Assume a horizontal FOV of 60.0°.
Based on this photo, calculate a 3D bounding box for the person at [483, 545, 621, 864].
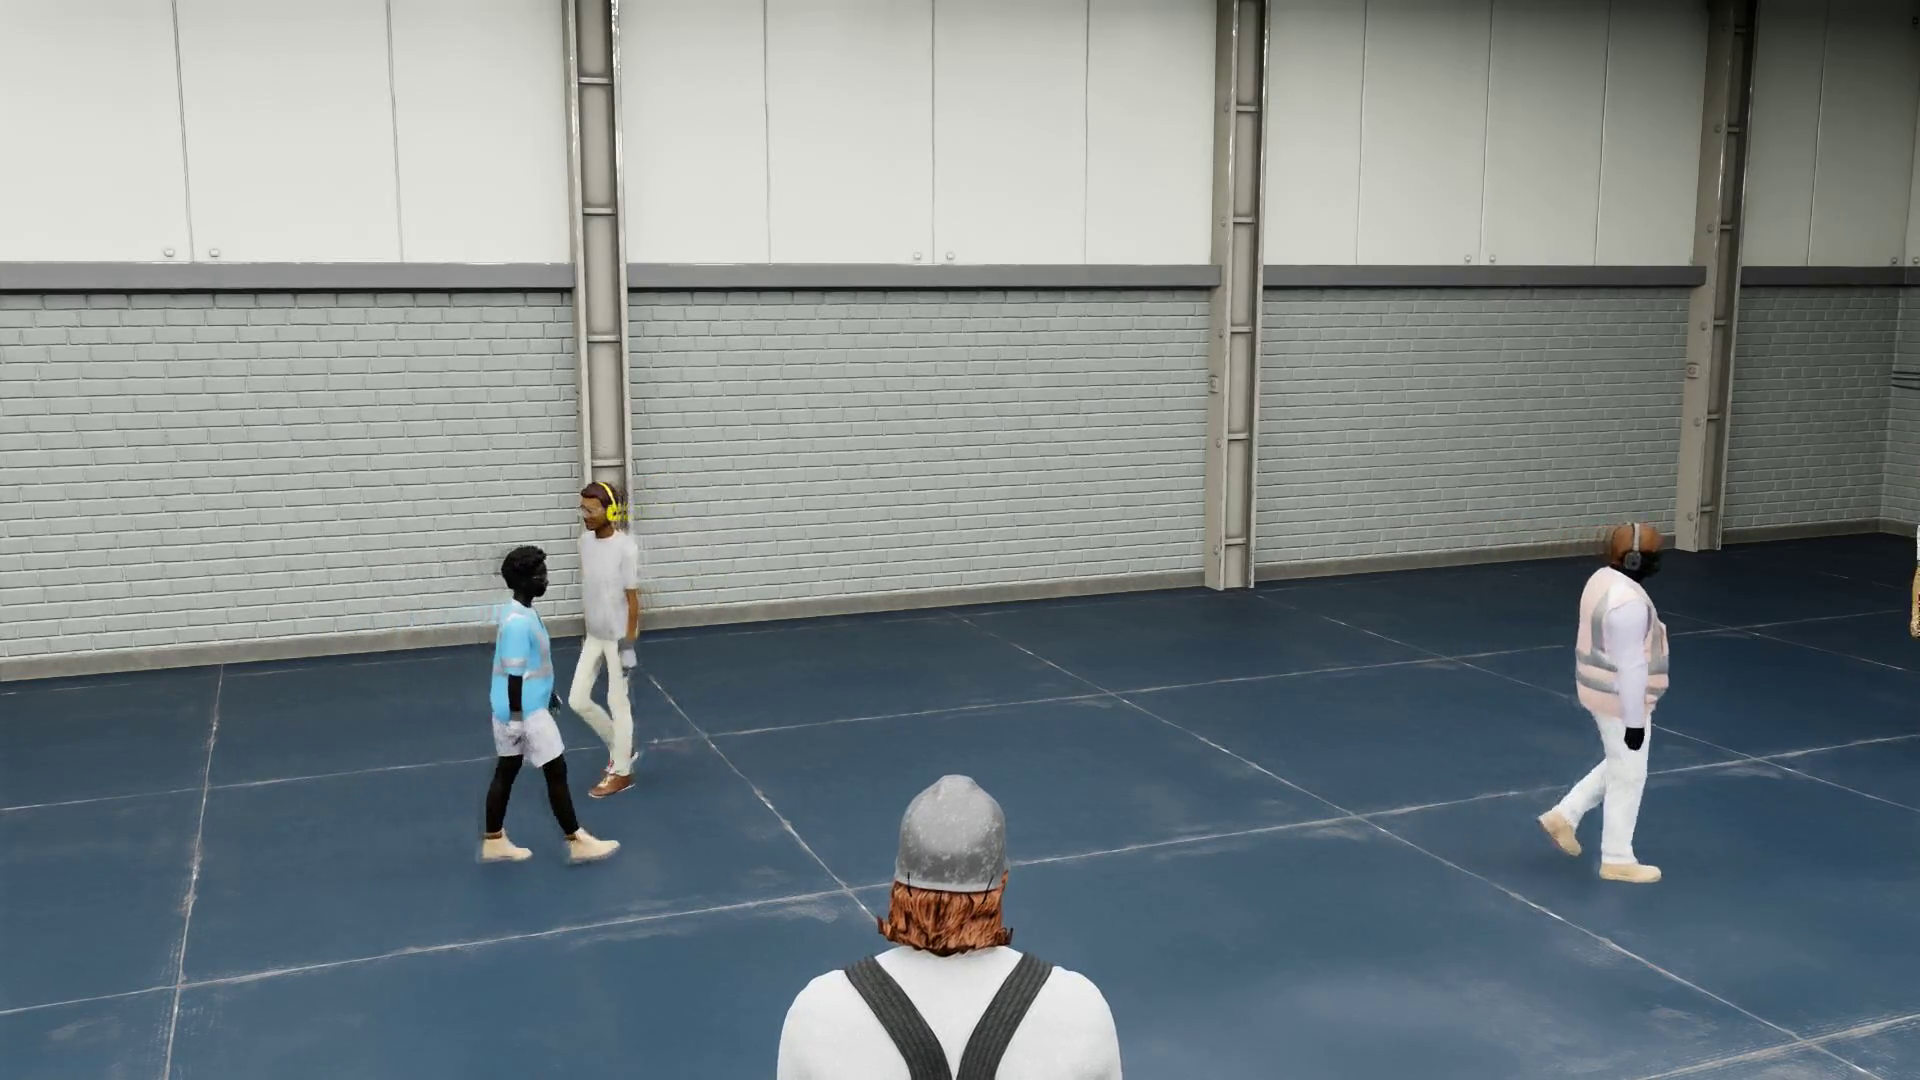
[{"bbox_3d":[-2.116,0.853,8.539,0.785,1.667,0.539,-3,9,-17],"label":"person"}]

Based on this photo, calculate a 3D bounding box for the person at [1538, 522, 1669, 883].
[{"bbox_3d":[3.267,0.809,8.307,0.491,1.823,0.643,1,9,9],"label":"person"}]

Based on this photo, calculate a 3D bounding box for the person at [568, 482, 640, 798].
[{"bbox_3d":[-2.066,0.581,9.639,0.556,1.855,0.384,7,11,36],"label":"person"}]

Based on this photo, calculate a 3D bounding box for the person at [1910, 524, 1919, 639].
[{"bbox_3d":[6.298,0.475,10.507,0.540,1.816,0.836,6,11,34],"label":"person"}]
